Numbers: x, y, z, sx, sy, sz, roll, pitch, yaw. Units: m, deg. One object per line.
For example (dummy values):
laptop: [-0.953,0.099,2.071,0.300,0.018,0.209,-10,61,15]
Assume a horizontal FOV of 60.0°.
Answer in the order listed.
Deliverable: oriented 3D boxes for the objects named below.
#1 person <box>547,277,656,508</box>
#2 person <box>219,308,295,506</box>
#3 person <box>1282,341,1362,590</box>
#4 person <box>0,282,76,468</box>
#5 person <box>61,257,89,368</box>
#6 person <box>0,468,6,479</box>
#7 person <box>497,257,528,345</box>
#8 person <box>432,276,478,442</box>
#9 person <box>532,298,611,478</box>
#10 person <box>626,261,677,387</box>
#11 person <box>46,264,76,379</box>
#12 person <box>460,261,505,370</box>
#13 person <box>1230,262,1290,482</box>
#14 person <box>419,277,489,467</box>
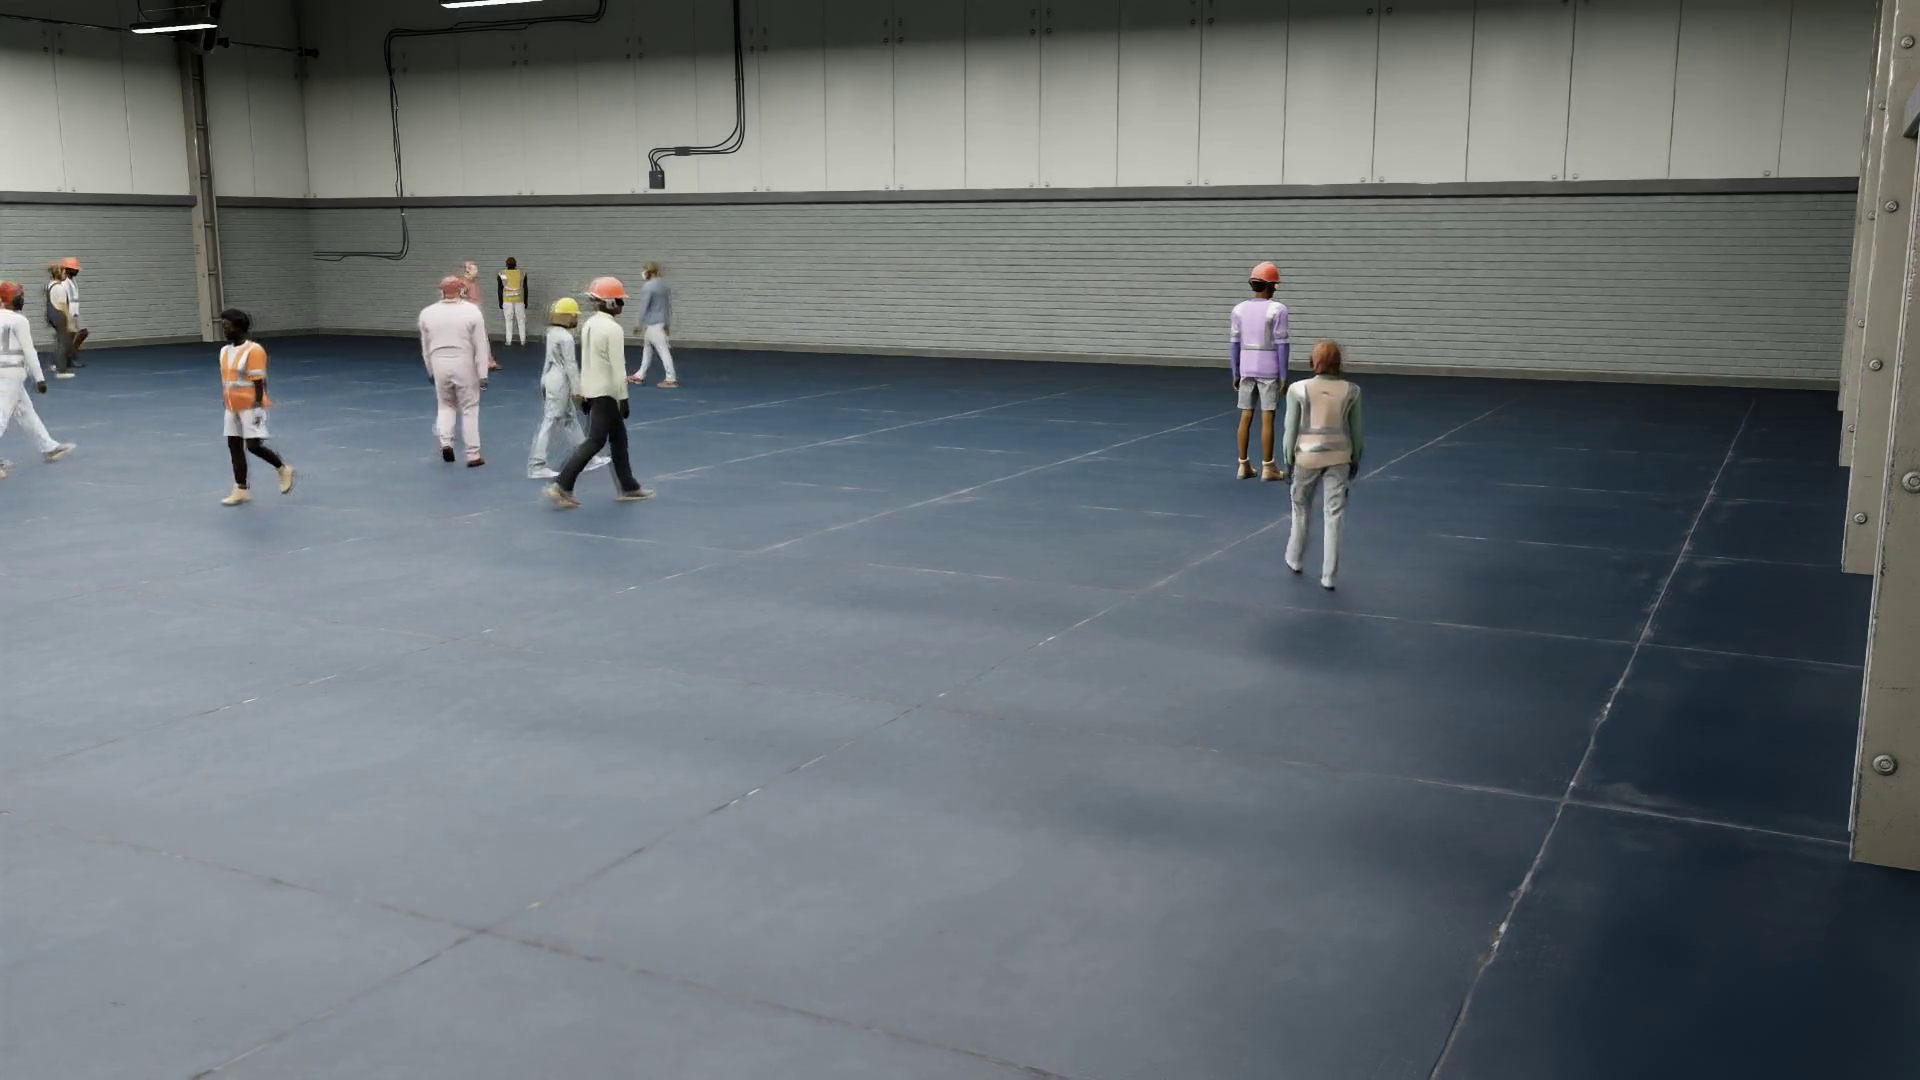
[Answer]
person: [-3.094,-1.254,14.147,0.987,1.957,0.632,-7,12,-34]
person: [-6.086,-1.142,14.229,0.545,1.682,0.564,6,12,29]
person: [2.383,-0.510,11.018,0.540,1.600,0.819,0,10,2]
person: [-9.405,-1.649,16.613,0.602,1.825,1.005,7,12,33]
person: [-15.366,-3.926,28.791,0.454,1.912,0.562,-2,11,-12]
person: [-9.336,-1.566,15.710,0.376,1.995,0.612,-6,12,-31]
person: [-9.370,-5.003,34.873,0.627,1.844,0.429,-5,11,-24]
person: [-5.659,-2.016,18.580,0.589,1.841,0.941,-7,13,-34]
person: [-3.739,-1.455,15.917,0.890,1.694,0.488,-6,12,-29]
person: [-4.740,-3.255,25.212,0.980,1.891,0.637,2,11,9]
person: [-14.445,-3.506,26.733,0.536,1.828,0.422,9,13,39]
person: [-8.335,-3.788,28.221,0.997,1.862,0.664,2,11,9]
person: [2.826,-1.573,15.609,0.605,2.045,0.386,9,14,42]
person: [-5.017,-1.671,16.589,0.661,1.884,0.484,0,10,0]
